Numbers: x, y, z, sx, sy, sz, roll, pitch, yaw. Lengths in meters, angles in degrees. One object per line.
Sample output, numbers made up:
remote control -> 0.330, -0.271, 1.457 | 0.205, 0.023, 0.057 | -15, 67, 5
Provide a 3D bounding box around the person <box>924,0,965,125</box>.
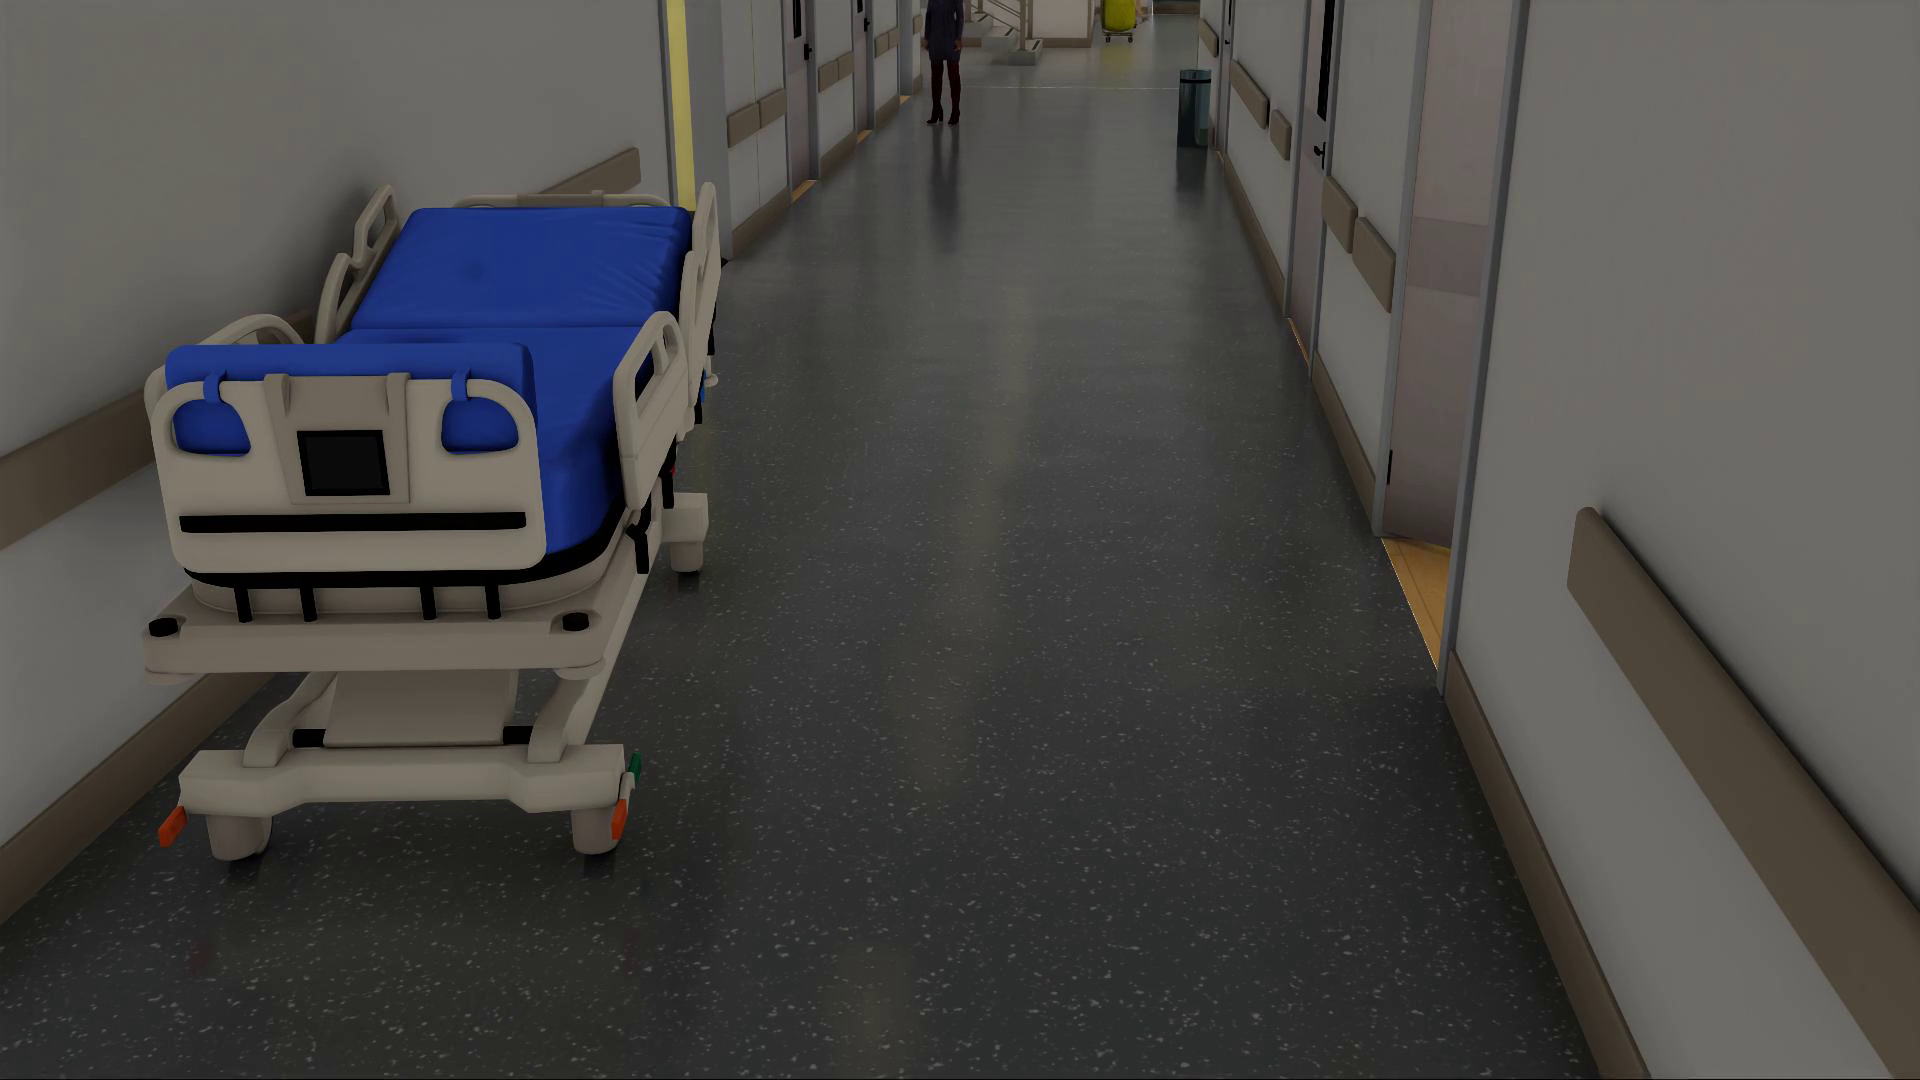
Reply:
person -> -0.159, -5.292, 17.617 | 0.589, 1.710, 0.726 | 11, 24, 27
